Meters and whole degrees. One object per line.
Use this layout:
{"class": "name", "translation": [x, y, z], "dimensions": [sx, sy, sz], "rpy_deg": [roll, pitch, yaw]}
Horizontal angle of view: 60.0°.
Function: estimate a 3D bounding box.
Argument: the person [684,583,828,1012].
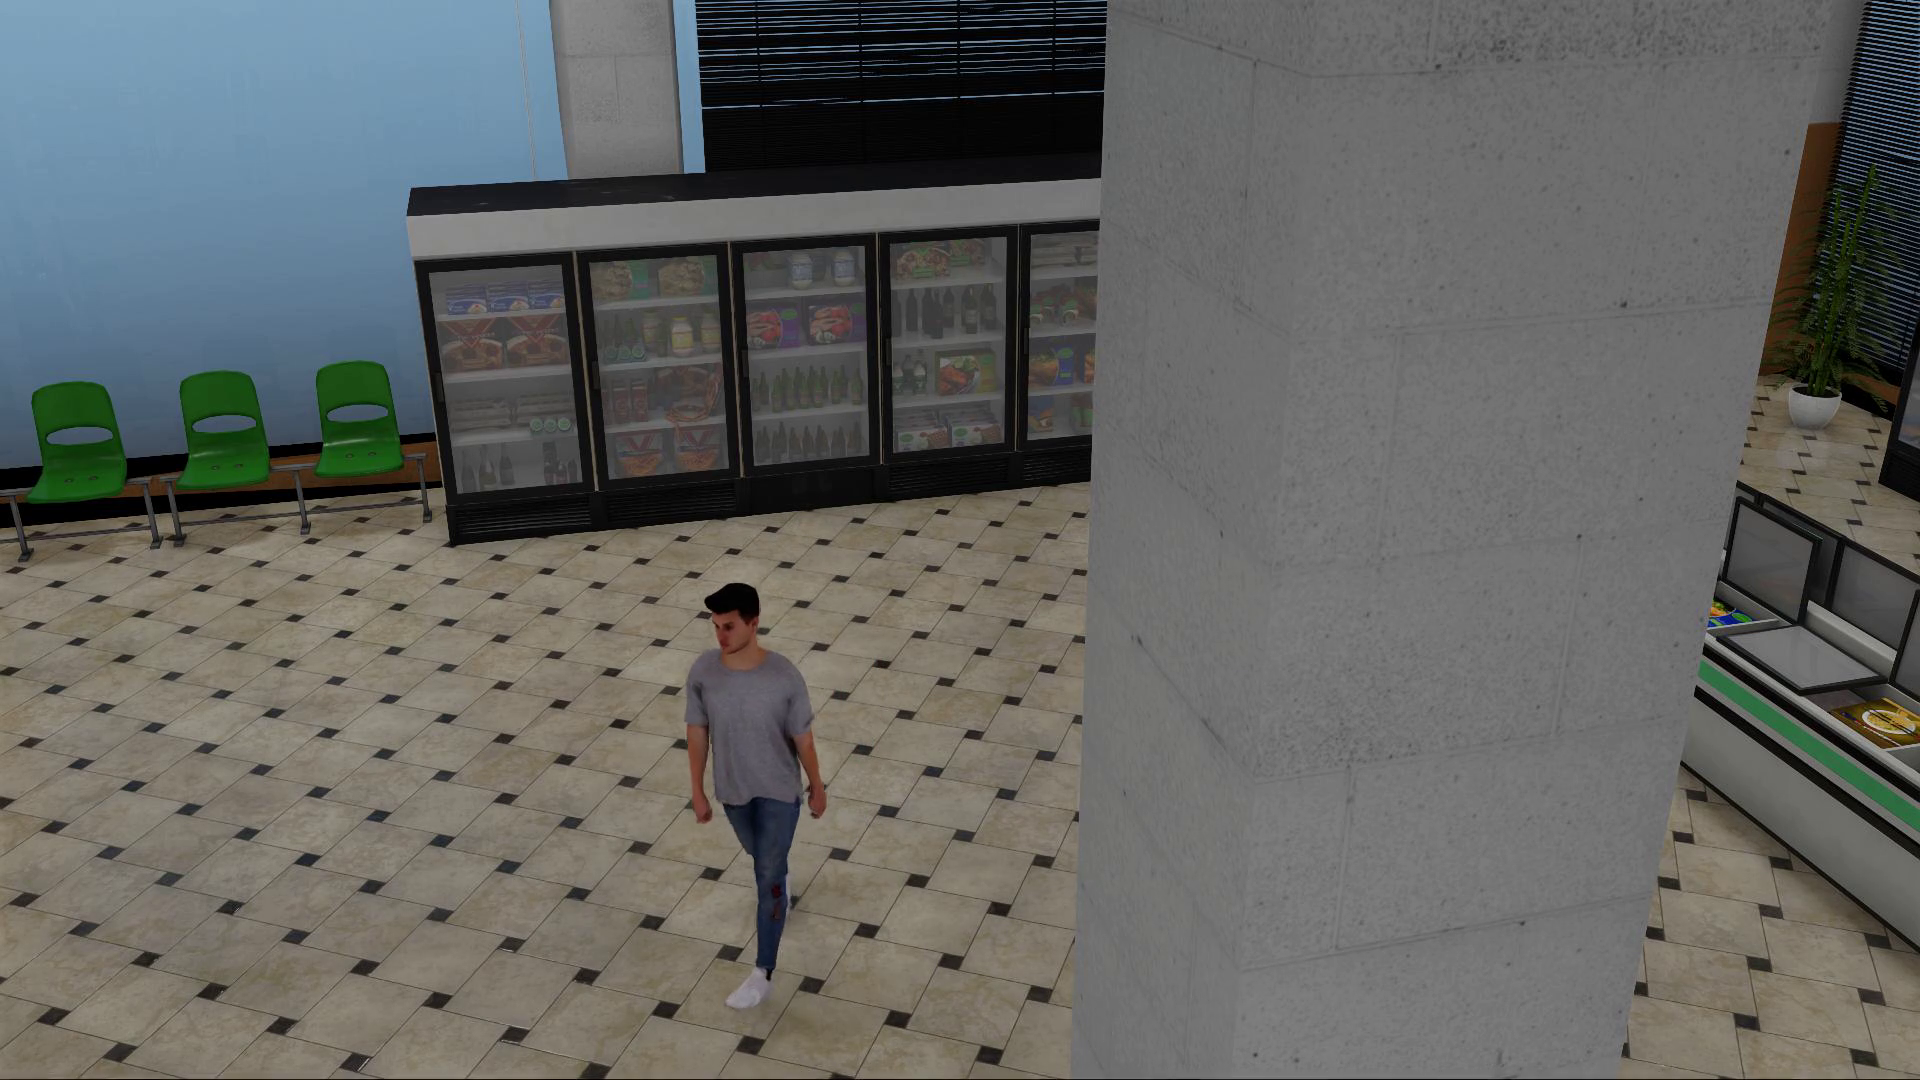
{"class": "person", "translation": [-0.821, 1.013, 7.082], "dimensions": [1.113, 1.768, 1.335], "rpy_deg": [4, 24, 9]}
